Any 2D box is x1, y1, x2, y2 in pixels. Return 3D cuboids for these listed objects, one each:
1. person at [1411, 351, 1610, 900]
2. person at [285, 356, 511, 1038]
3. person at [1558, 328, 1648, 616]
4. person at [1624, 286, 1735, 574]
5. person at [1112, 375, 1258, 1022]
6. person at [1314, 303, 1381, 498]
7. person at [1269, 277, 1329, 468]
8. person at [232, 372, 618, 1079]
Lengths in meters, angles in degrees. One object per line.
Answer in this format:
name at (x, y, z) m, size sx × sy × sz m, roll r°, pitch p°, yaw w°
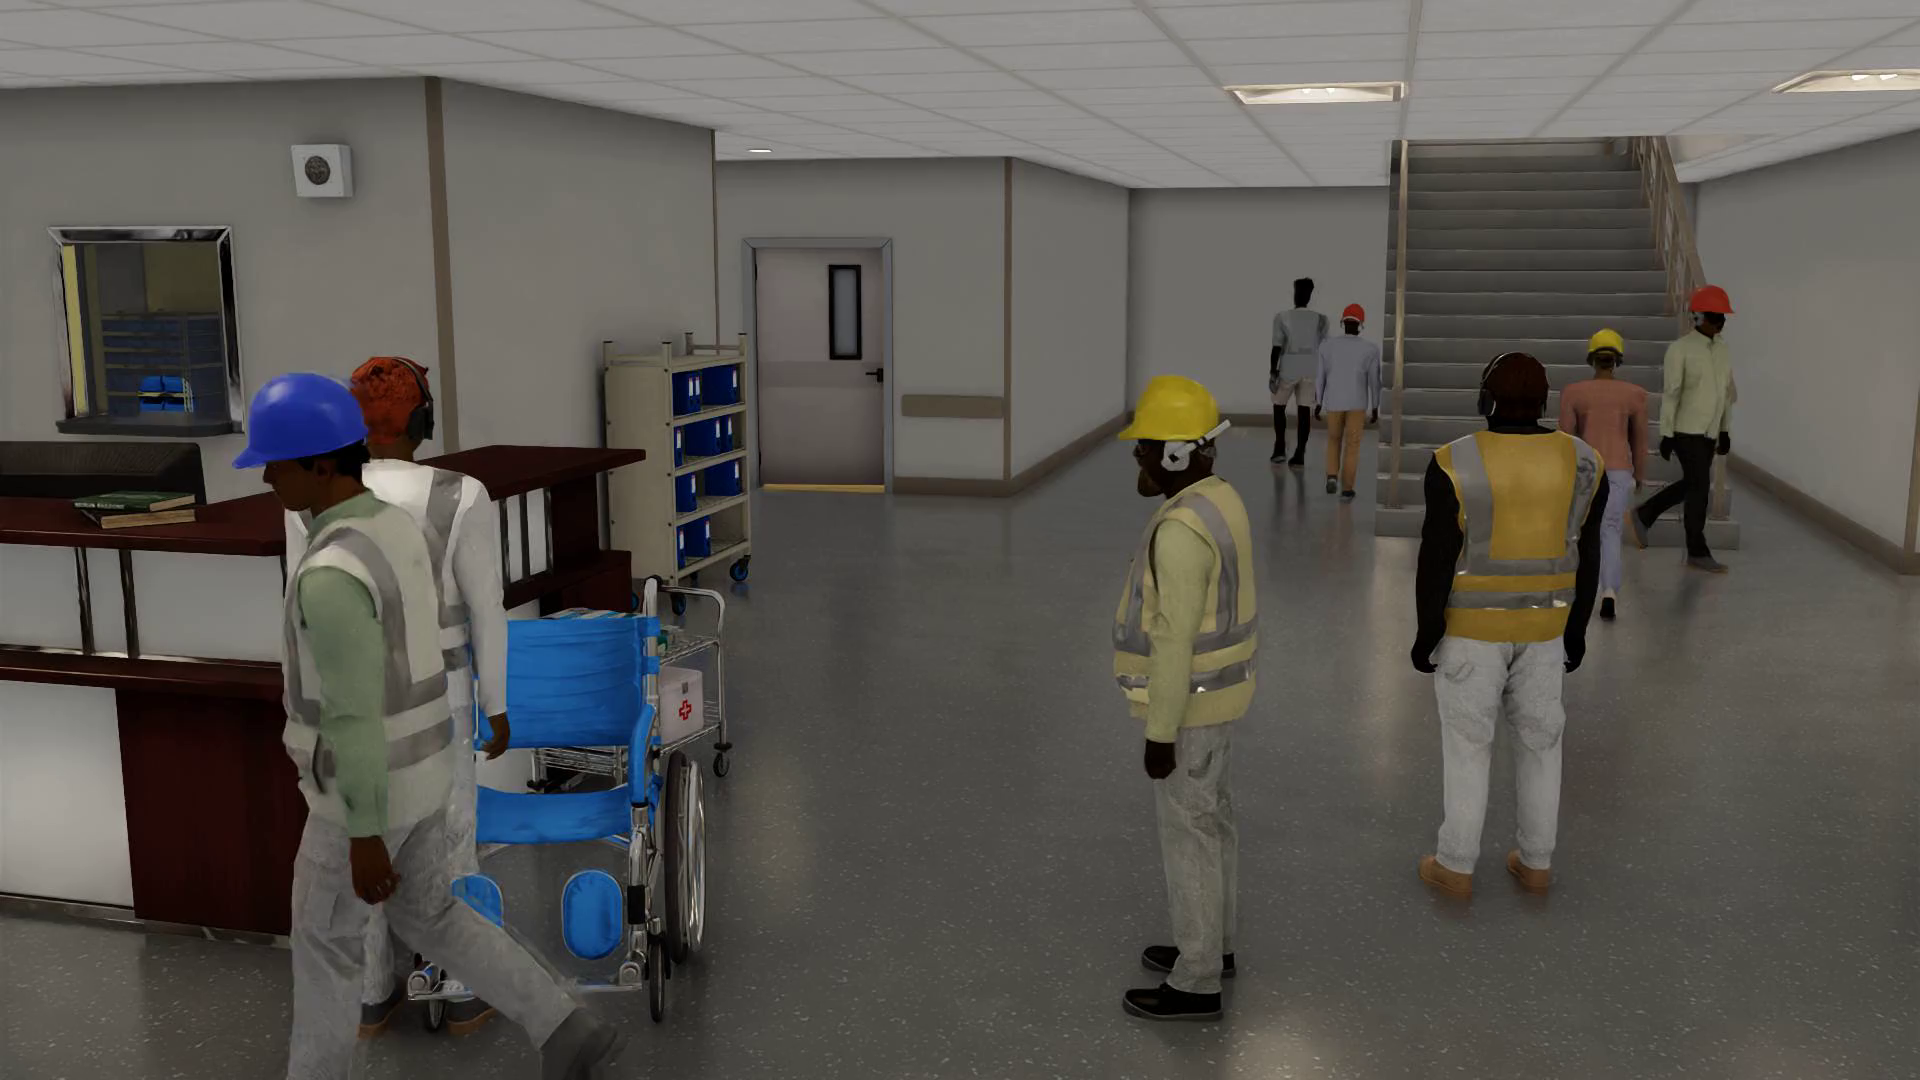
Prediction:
person at (1.811, 0.293, 5.578) m, size 0.634 × 1.842 × 0.429 m, roll -1°, pitch 10°, yaw -7°
person at (-1.532, 0.439, 4.583) m, size 0.582 × 1.882 × 0.338 m, roll 0°, pitch 10°, yaw 0°
person at (3.914, -0.425, 10.143) m, size 0.535 × 1.725 × 0.877 m, roll 2°, pitch 10°, yaw 14°
person at (5.061, -0.791, 11.625) m, size 0.614 × 1.967 × 0.890 m, roll -6°, pitch 11°, yaw -31°
person at (0.636, 0.445, 4.749) m, size 0.405 × 1.823 × 0.589 m, roll 3°, pitch 10°, yaw 17°
person at (3.478, -1.241, 14.886) m, size 0.591 × 1.737 × 0.372 m, roll 5°, pitch 11°, yaw 27°
person at (3.460, -1.714, 17.080) m, size 0.626 × 1.942 × 0.589 m, roll -1°, pitch 10°, yaw -4°
person at (-1.319, 0.553, 3.916) m, size 0.909 × 1.916 × 0.649 m, roll -1°, pitch 10°, yaw -3°
